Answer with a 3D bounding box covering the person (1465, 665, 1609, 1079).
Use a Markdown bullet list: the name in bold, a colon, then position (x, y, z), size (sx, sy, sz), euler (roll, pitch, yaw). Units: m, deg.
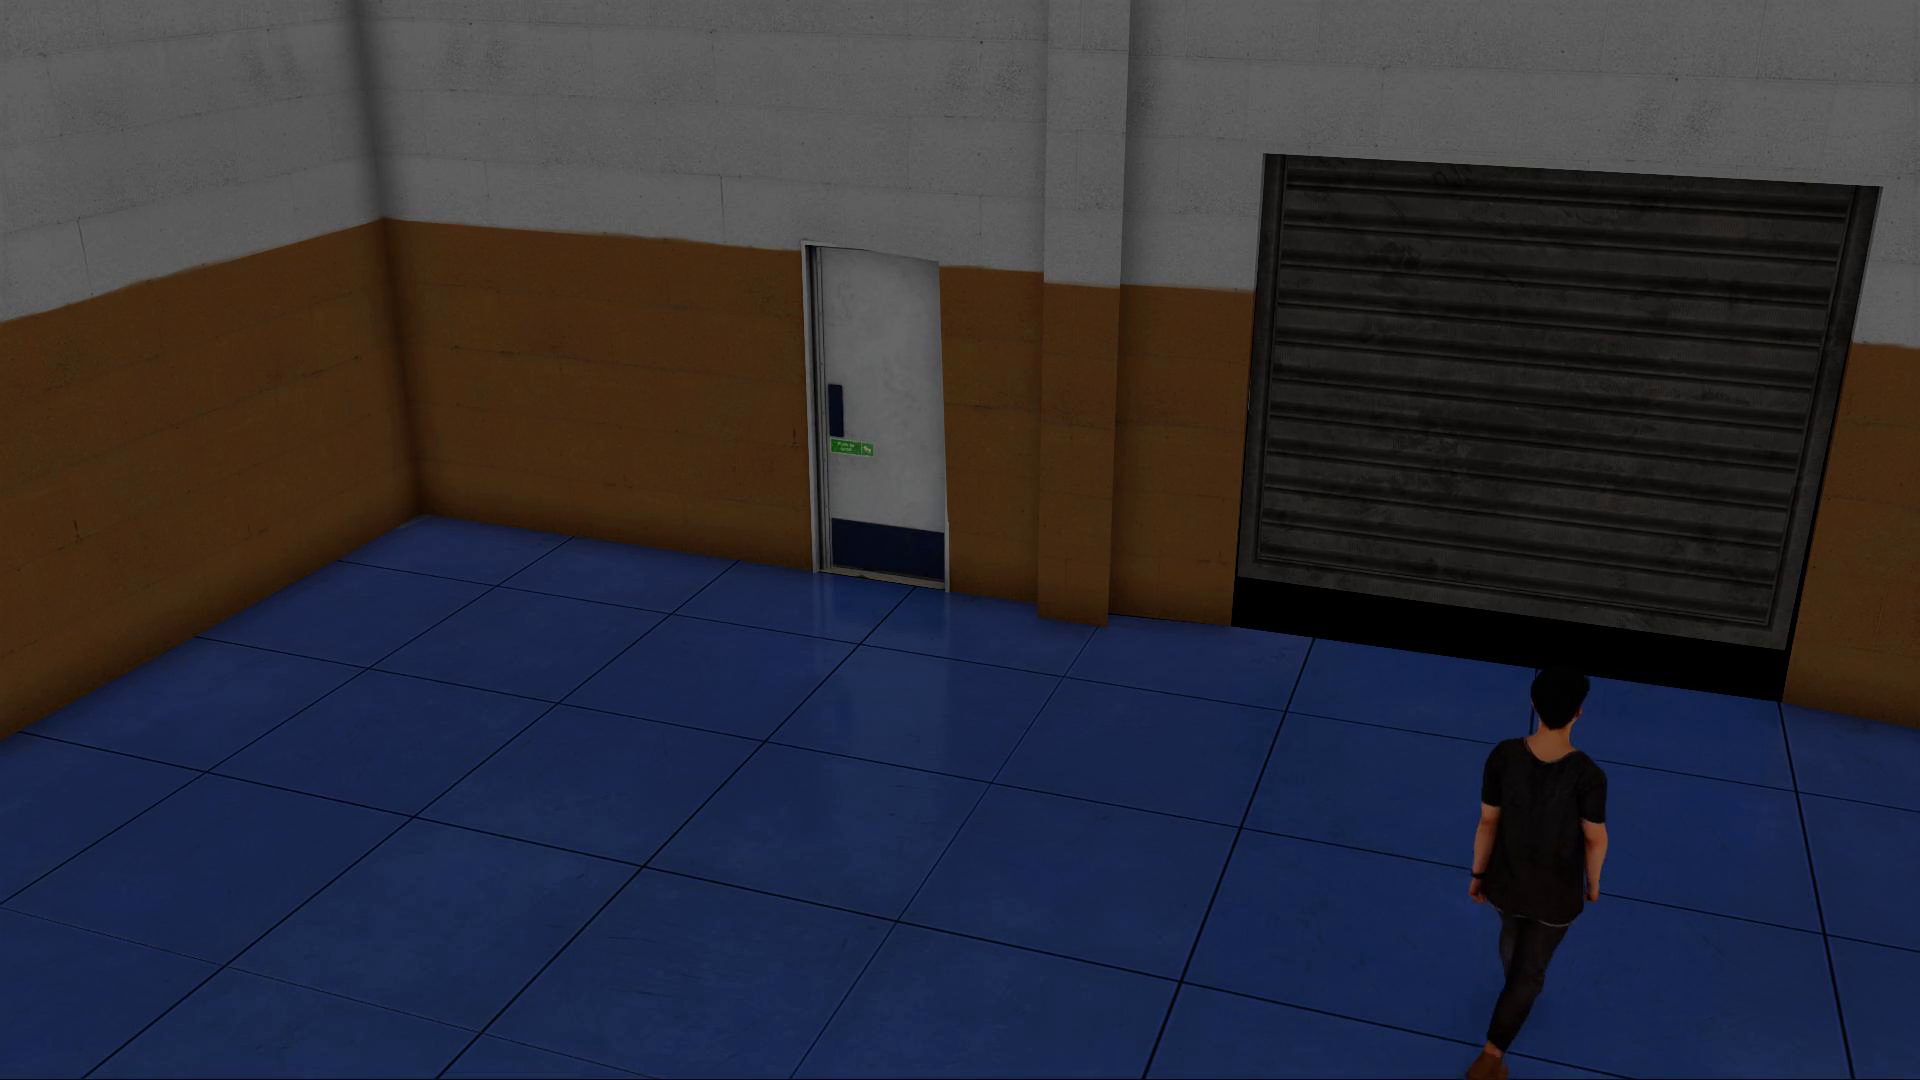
- **person**: position (2.192, 1.342, 6.432), size (1.122, 1.677, 0.948), euler (18, 28, 38)
